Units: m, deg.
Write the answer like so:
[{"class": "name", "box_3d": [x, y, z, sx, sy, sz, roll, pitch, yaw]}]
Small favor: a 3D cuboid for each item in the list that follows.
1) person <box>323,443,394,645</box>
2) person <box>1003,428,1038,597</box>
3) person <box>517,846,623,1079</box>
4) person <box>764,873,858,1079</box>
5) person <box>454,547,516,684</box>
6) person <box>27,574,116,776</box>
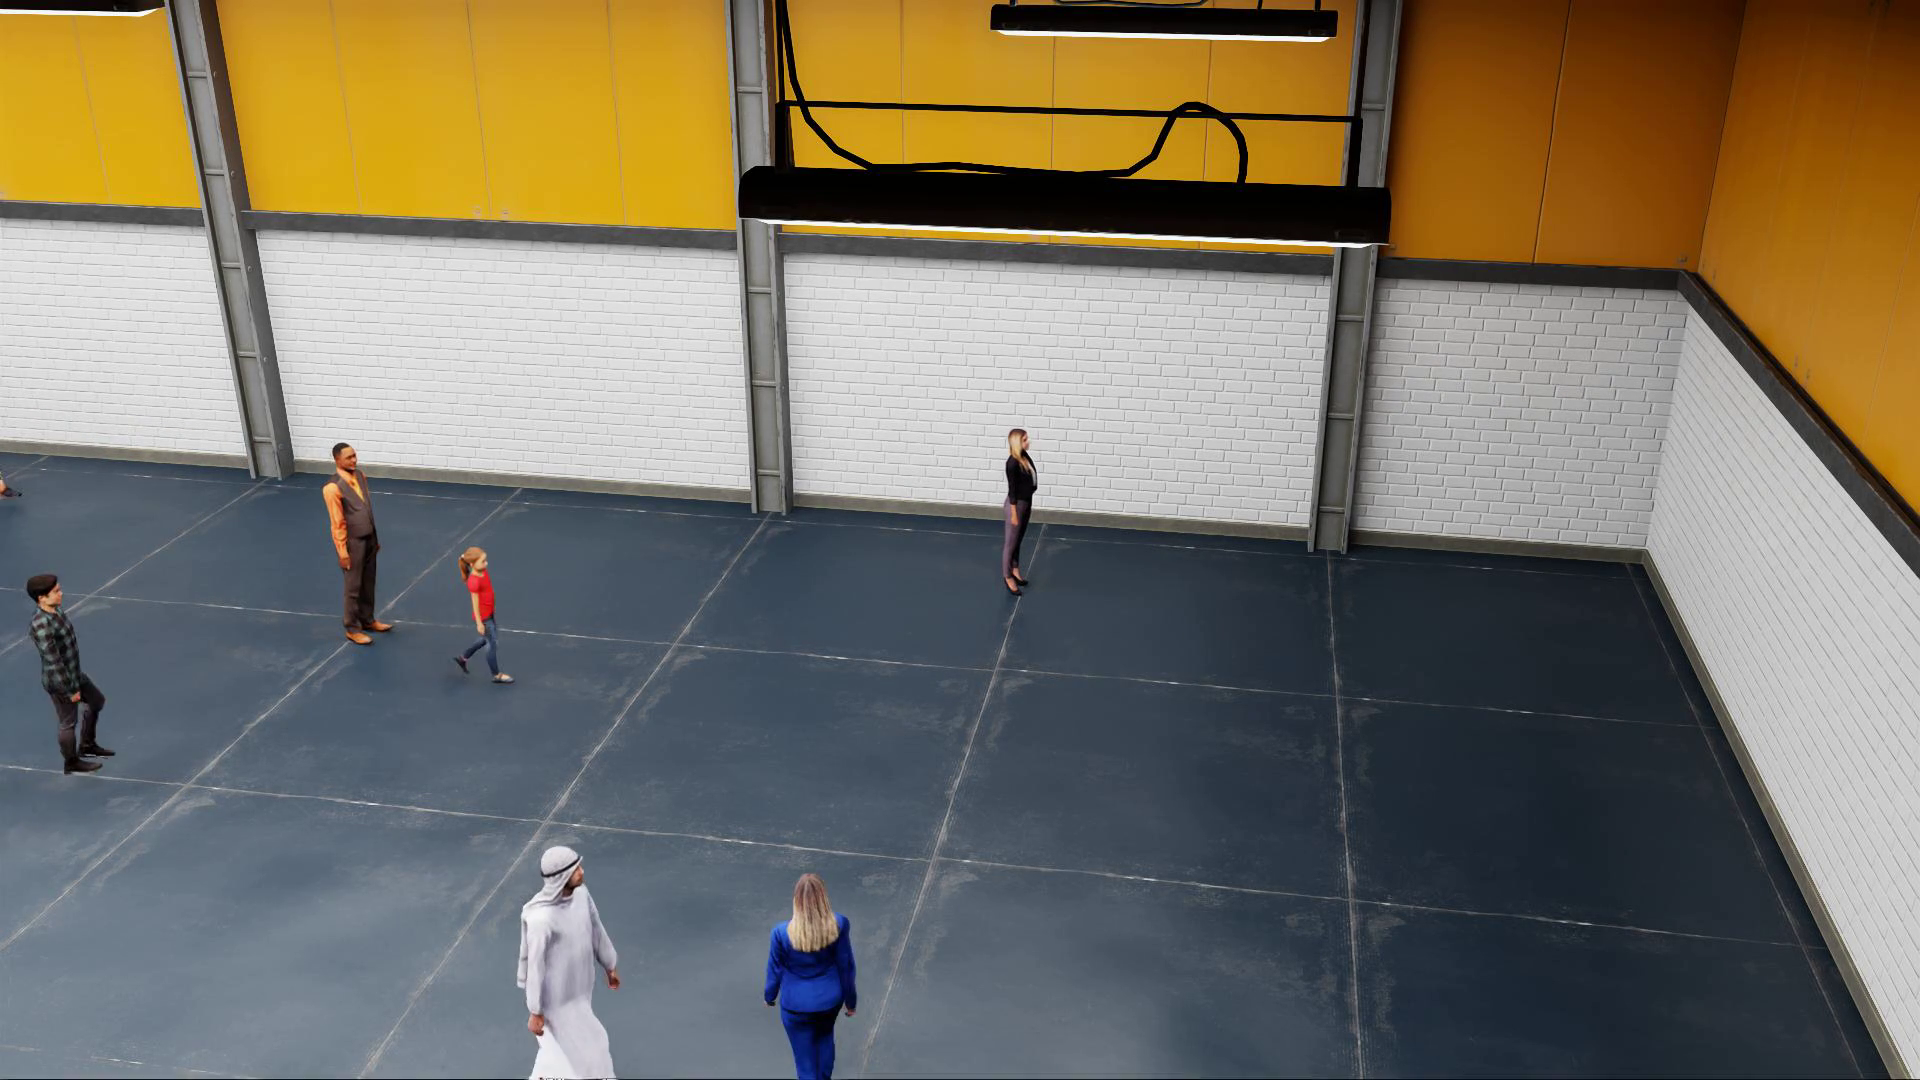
[{"class": "person", "box_3d": [-5.525, 0.007, 15.171, 0.634, 1.906, 0.718, 6, 24, 14]}, {"class": "person", "box_3d": [0.548, -0.296, 16.156, 0.590, 1.672, 0.634, 9, 25, 20]}, {"class": "person", "box_3d": [-2.317, 2.545, 9.381, 1.184, 1.894, 0.753, 6, 24, 13]}, {"class": "person", "box_3d": [-0.803, 2.674, 9.347, 0.823, 1.683, 0.879, -8, 25, -17]}, {"class": "person", "box_3d": [-4.195, 0.657, 14.449, 0.780, 1.293, 0.550, 1, 24, 2]}, {"class": "person", "box_3d": [-6.973, 1.039, 12.795, 0.780, 1.704, 0.806, -7, 25, -16]}]
